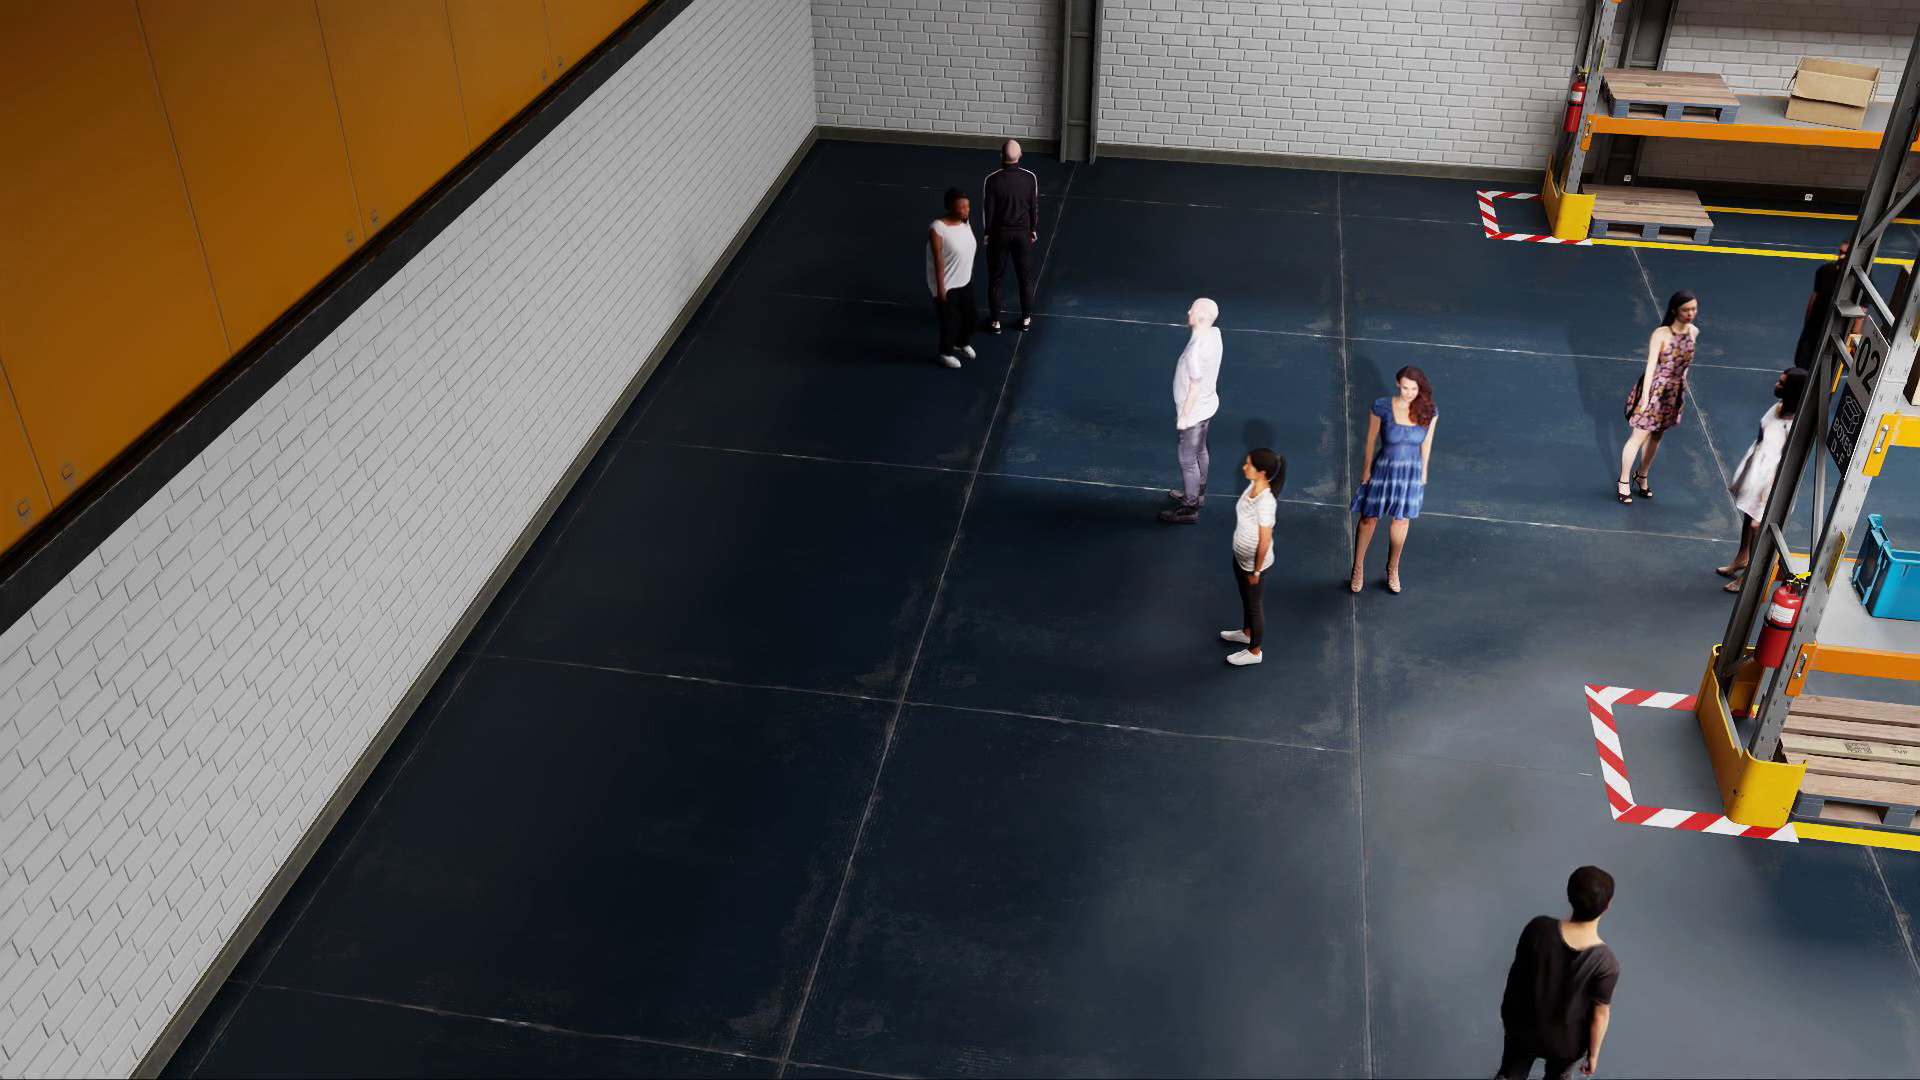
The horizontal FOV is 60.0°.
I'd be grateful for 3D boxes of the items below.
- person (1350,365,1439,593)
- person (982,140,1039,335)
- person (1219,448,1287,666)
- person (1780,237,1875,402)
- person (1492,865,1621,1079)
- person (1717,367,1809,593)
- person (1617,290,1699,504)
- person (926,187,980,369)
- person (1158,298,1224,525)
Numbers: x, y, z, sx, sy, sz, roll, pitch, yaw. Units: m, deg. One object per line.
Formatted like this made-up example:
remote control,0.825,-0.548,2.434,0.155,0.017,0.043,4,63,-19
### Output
person,3.061,-0.414,11.740,0.555,1.806,0.759,1,34,1
person,0.460,-2.774,15.263,0.645,1.837,0.802,-6,34,-9
person,1.963,0.101,11.110,0.564,1.645,0.602,0,34,0
person,7.211,-1.687,13.736,1.120,1.716,1.147,-28,43,-36
person,2.713,2.301,7.768,1.123,1.682,1.043,26,42,33
person,5.708,-0.425,11.786,0.609,1.774,0.630,6,34,8
person,5.383,-1.098,12.797,0.776,1.775,0.856,-12,36,-18
person,-0.108,-2.343,14.760,0.803,1.675,0.775,28,43,35
person,1.789,-0.990,12.583,0.657,1.832,0.701,13,36,18
